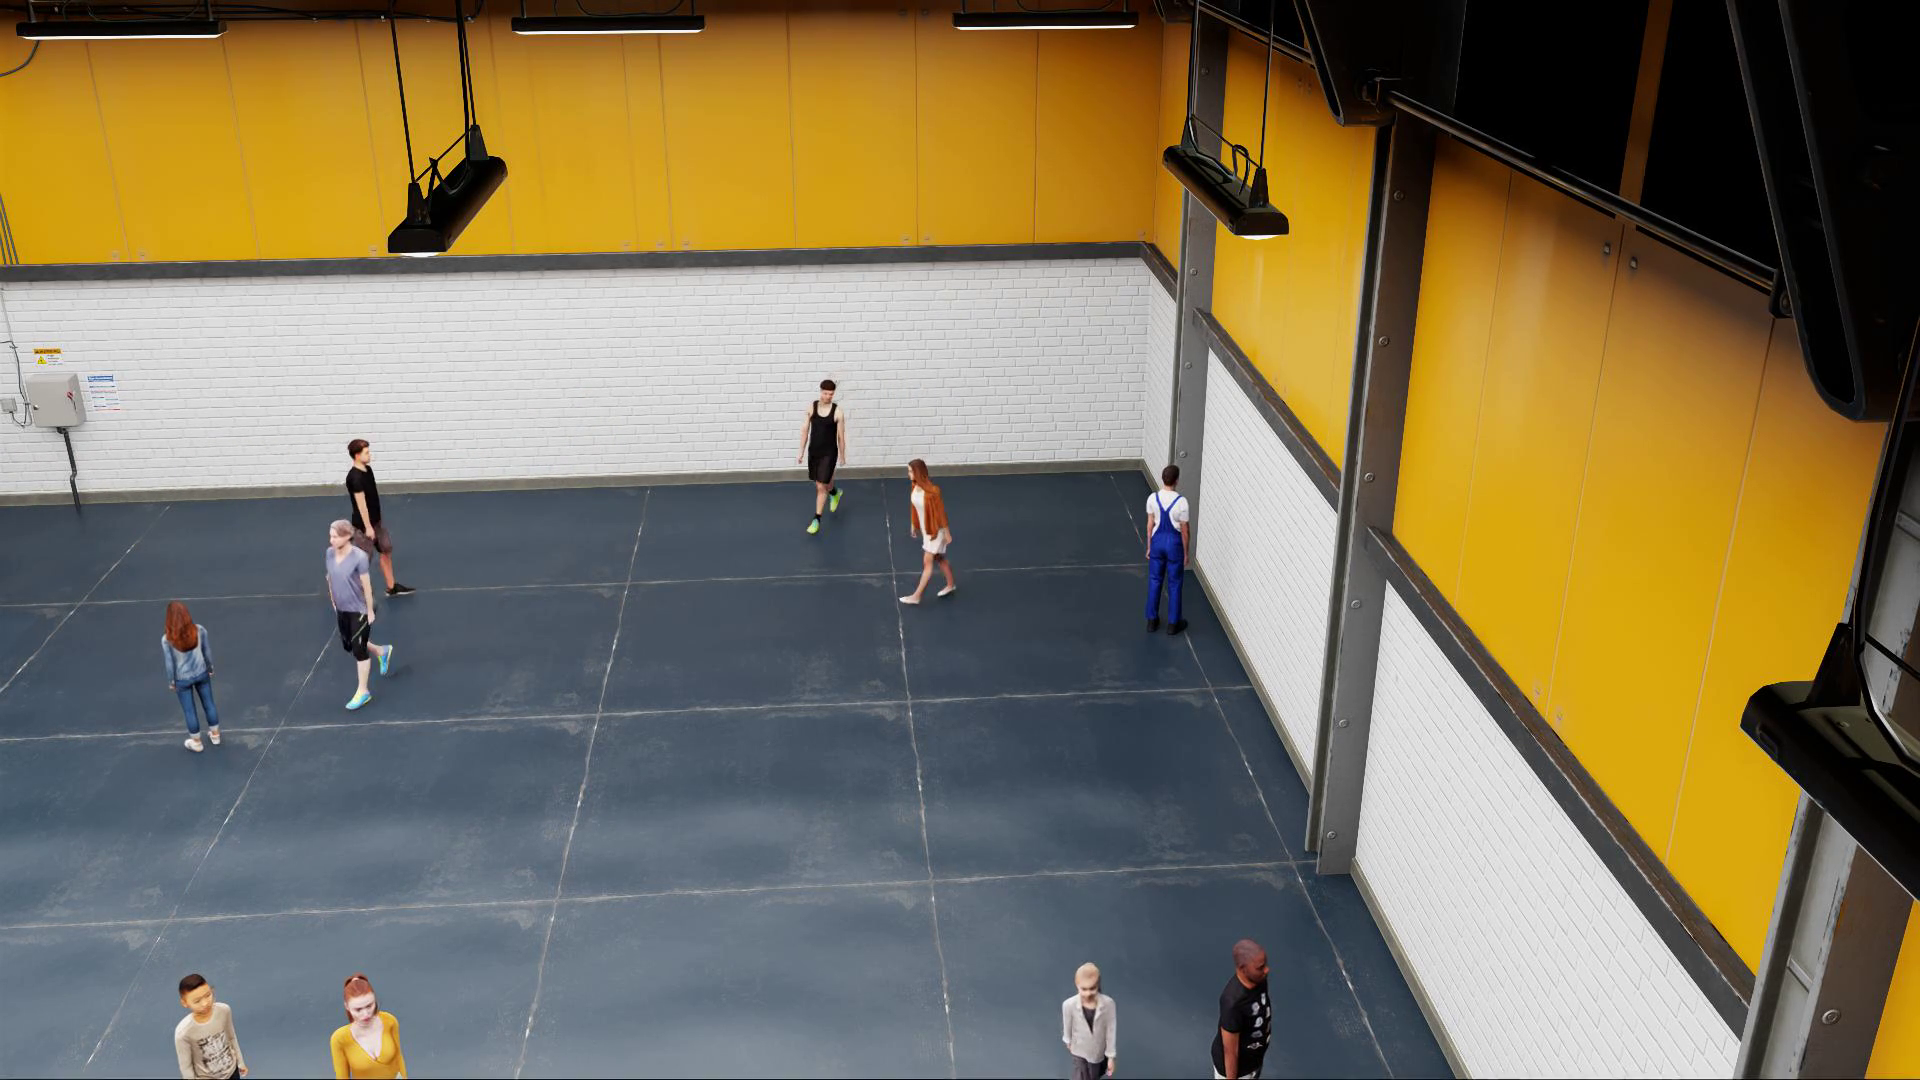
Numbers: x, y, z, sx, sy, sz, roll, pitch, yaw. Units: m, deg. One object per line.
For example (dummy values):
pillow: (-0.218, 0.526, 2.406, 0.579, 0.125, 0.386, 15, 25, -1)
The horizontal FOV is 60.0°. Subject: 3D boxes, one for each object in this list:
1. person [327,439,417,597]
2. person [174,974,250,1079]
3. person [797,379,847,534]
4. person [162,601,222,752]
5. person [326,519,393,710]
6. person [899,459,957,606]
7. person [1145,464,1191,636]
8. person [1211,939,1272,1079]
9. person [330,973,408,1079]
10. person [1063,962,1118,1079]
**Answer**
person: (-6.512, -0.197, 18.029, 0.774, 1.842, 1.081, -1, 24, -1)
person: (-4.671, 3.343, 10.402, 0.689, 1.465, 0.603, 13, 27, 27)
person: (-1.617, -1.061, 19.990, 1.052, 1.854, 1.281, 10, 26, 23)
person: (-7.032, 1.233, 15.214, 0.637, 1.477, 0.679, -21, 31, -40)
person: (-5.785, 0.650, 16.056, 0.978, 1.869, 1.158, 10, 26, 23)
person: (-0.224, -0.113, 18.058, 1.035, 1.664, 1.082, -17, 29, -34)
person: (2.153, 0.093, 17.357, 0.725, 1.849, 0.744, 11, 26, 24)
person: (1.721, 3.218, 10.262, 0.825, 1.805, 0.725, 13, 27, 26)
person: (-3.505, 3.370, 9.983, 0.687, 1.751, 0.734, -20, 31, -39)
person: (0.852, 3.269, 10.842, 0.516, 1.248, 0.887, -1, 24, -1)
